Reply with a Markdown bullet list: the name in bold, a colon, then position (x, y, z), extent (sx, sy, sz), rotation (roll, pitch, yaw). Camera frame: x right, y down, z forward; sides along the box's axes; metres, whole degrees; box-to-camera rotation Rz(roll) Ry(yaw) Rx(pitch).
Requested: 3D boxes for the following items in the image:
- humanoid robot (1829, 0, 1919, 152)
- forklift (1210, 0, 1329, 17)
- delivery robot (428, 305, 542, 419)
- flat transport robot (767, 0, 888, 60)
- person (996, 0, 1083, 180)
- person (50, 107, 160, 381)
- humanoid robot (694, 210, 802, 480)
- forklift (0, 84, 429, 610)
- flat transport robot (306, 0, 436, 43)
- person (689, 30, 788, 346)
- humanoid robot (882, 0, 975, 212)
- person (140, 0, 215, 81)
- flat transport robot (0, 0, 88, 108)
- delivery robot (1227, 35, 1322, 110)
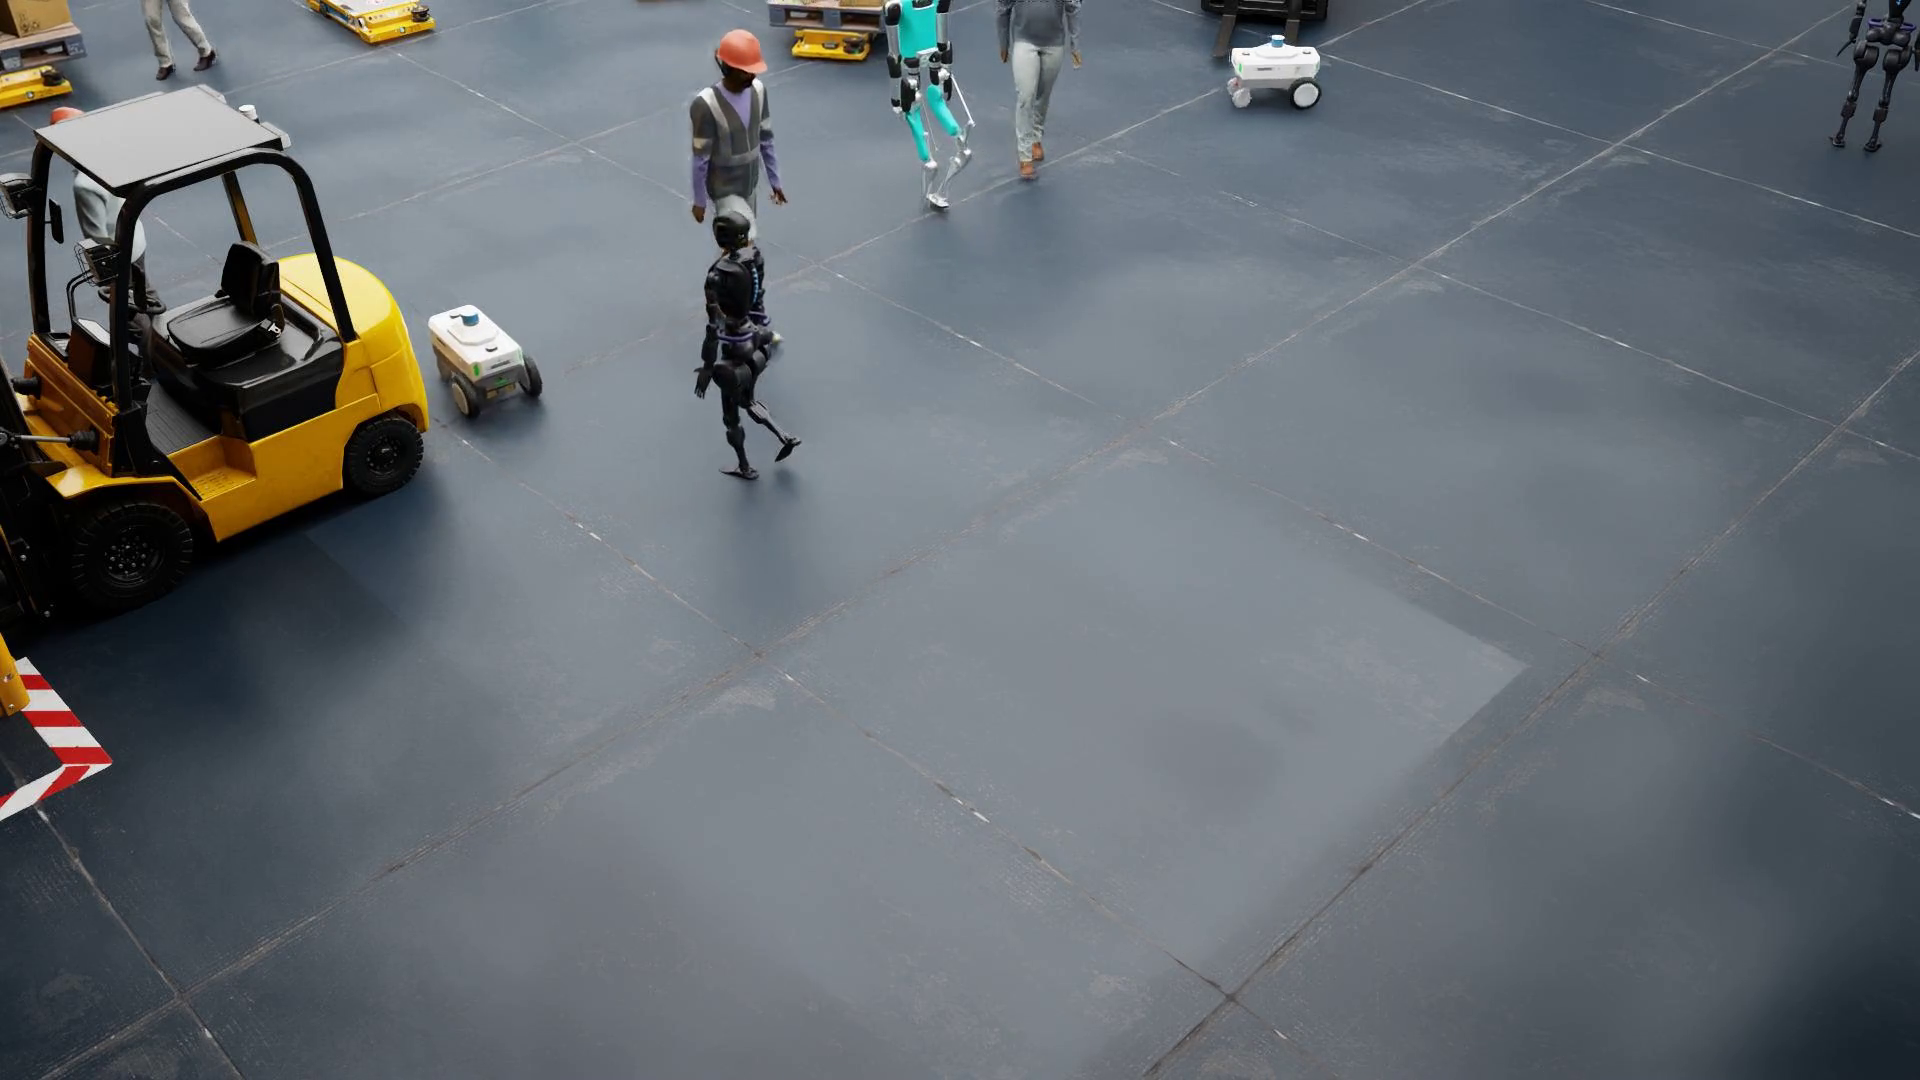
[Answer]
- **humanoid robot**: position (7.237, -3.896, 13.023), extent (0.599, 1.657, 0.315), rotation (17, 40, 22)
- **forklift**: position (3.106, -6.400, 15.960), extent (1.214, 2.155, 2.313), rotation (8, 37, 10)
- **delivery robot**: position (-2.972, -1.138, 10.284), extent (0.499, 0.598, 0.779), rotation (-25, 43, -30)
- **flat transport robot**: position (-1.057, -4.790, 15.409), extent (0.659, 0.231, 1.431), rotation (6, 37, 8)
- **person**: position (0.610, -3.699, 12.580), extent (0.632, 1.904, 0.866), rotation (-5, 37, -6)
- **person**: position (-5.187, -1.806, 10.187), extent (0.350, 1.738, 0.572), rotation (-3, 37, -4)
- **humanoid robot**: position (-1.186, -1.037, 9.217), extent (0.478, 1.645, 0.585), rotation (16, 40, 20)
- **forklift**: position (-4.145, -1.093, 8.856), extent (2.313, 2.155, 1.214), rotation (-31, 47, -34)
- **flat transport robot**: position (-5.606, -5.049, 15.756), extent (0.659, 0.231, 1.431), rotation (-27, 45, -31)
- **person**: position (-1.328, -2.211, 10.505), extent (0.832, 2.006, 0.631), rotation (23, 42, 27)
- **humanoid robot**: position (-0.181, -3.127, 12.039), extent (0.538, 1.889, 0.725), rotation (-22, 42, -27)
- **person**: position (-6.814, -4.834, 14.223), extent (0.560, 1.750, 0.573), rotation (4, 37, 5)
- **flat transport robot**: position (-8.330, -4.122, 14.514), extent (0.659, 0.231, 1.431), rotation (-26, 44, -30)
- **delivery robot**: position (2.660, -3.965, 14.060), extent (0.785, 0.587, 0.499), rotation (-2, 37, -2)
